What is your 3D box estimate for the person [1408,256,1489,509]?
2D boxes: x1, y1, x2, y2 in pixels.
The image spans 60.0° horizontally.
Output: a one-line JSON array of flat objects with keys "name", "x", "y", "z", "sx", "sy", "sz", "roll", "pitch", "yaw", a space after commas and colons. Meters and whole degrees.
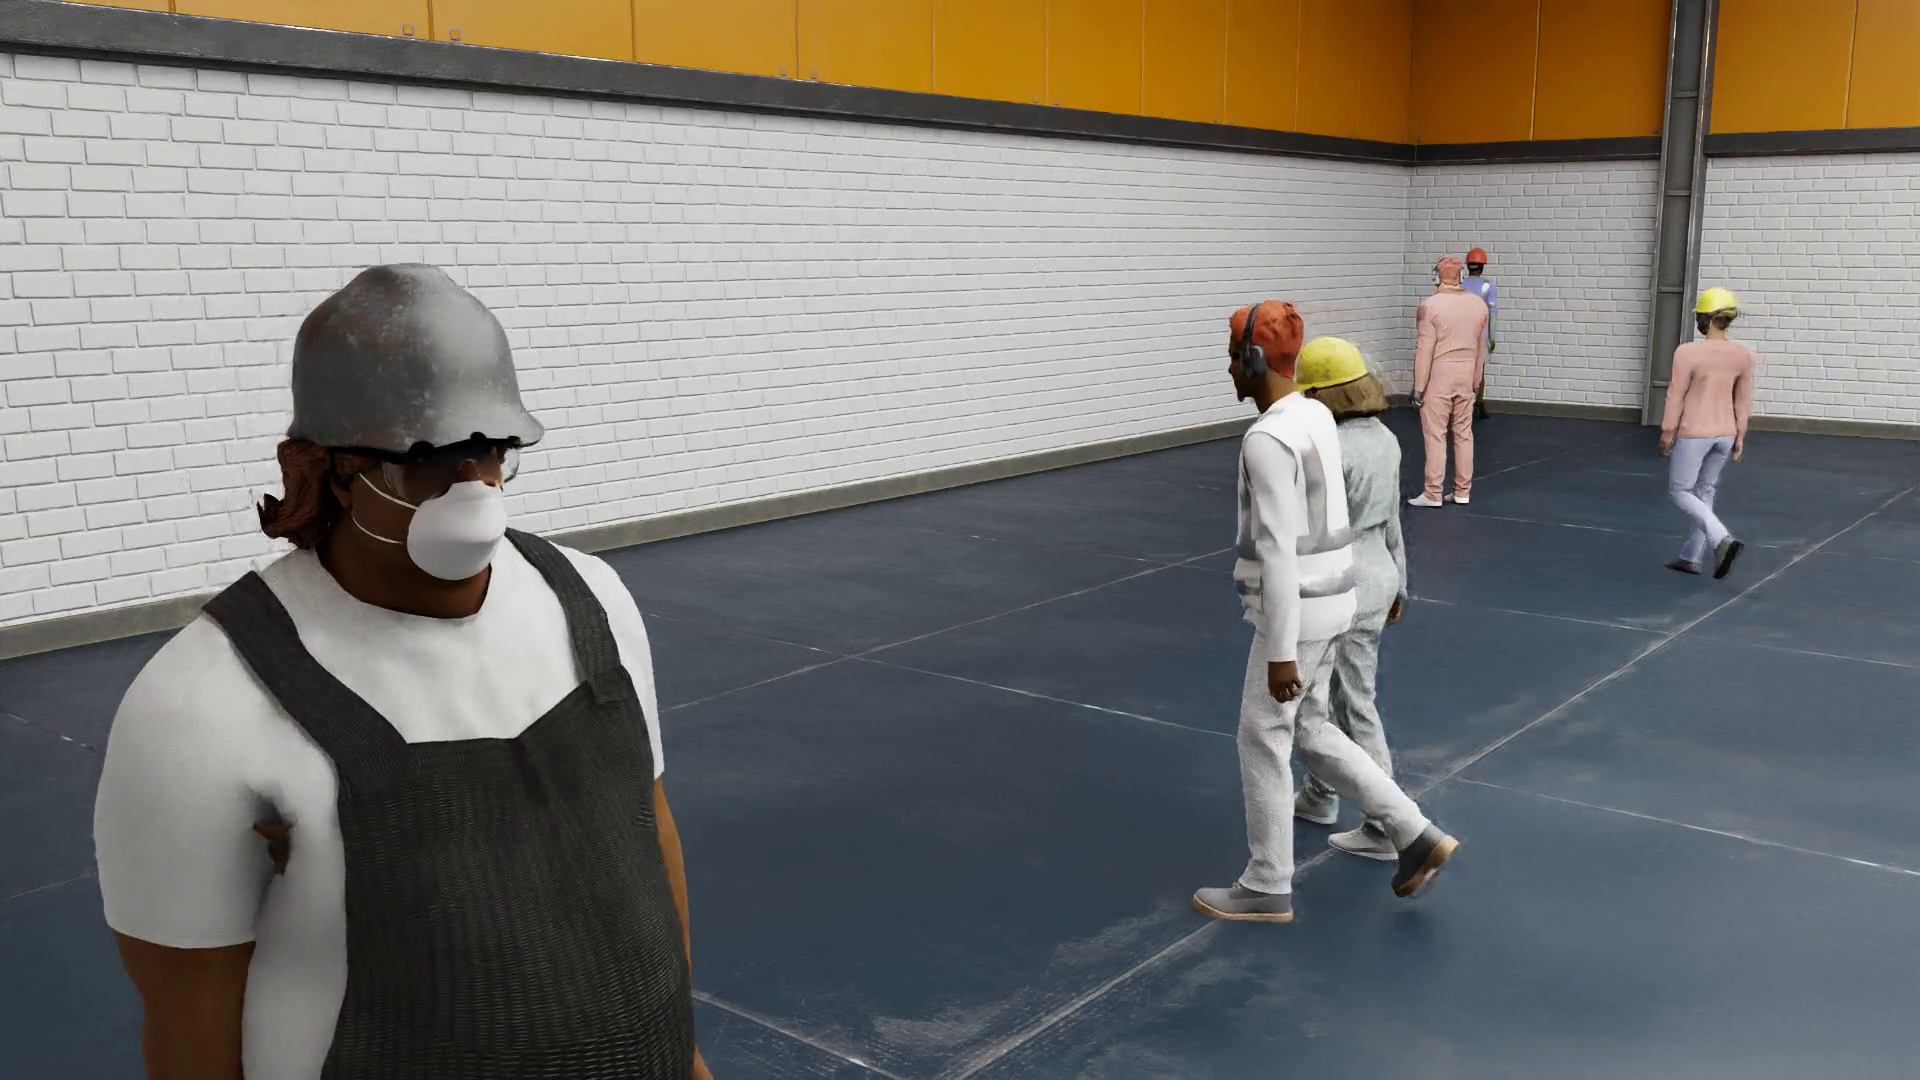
[{"name": "person", "x": 3.668, "y": -1.192, "z": 12.614, "sx": 0.645, "sy": 1.905, "sz": 0.400, "roll": -5, "pitch": 11, "yaw": -24}]

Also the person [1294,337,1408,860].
[{"name": "person", "x": 1.228, "y": 0.178, "z": 5.538, "sx": 0.693, "sy": 1.700, "sz": 0.530, "roll": 9, "pitch": 14, "yaw": 42}]

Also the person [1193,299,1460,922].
[{"name": "person", "x": 1.068, "y": 0.236, "z": 4.832, "sx": 0.671, "sy": 1.860, "sz": 0.613, "roll": 4, "pitch": 11, "yaw": 22}]

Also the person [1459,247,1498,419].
[{"name": "person", "x": 5.817, "y": -2.337, "z": 18.874, "sx": 0.550, "sy": 1.934, "sz": 0.375, "roll": 6, "pitch": 12, "yaw": 31}]

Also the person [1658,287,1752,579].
[{"name": "person", "x": 4.457, "y": -0.622, "z": 9.872, "sx": 0.531, "sy": 1.749, "sz": 0.648, "roll": -3, "pitch": 11, "yaw": -17}]
